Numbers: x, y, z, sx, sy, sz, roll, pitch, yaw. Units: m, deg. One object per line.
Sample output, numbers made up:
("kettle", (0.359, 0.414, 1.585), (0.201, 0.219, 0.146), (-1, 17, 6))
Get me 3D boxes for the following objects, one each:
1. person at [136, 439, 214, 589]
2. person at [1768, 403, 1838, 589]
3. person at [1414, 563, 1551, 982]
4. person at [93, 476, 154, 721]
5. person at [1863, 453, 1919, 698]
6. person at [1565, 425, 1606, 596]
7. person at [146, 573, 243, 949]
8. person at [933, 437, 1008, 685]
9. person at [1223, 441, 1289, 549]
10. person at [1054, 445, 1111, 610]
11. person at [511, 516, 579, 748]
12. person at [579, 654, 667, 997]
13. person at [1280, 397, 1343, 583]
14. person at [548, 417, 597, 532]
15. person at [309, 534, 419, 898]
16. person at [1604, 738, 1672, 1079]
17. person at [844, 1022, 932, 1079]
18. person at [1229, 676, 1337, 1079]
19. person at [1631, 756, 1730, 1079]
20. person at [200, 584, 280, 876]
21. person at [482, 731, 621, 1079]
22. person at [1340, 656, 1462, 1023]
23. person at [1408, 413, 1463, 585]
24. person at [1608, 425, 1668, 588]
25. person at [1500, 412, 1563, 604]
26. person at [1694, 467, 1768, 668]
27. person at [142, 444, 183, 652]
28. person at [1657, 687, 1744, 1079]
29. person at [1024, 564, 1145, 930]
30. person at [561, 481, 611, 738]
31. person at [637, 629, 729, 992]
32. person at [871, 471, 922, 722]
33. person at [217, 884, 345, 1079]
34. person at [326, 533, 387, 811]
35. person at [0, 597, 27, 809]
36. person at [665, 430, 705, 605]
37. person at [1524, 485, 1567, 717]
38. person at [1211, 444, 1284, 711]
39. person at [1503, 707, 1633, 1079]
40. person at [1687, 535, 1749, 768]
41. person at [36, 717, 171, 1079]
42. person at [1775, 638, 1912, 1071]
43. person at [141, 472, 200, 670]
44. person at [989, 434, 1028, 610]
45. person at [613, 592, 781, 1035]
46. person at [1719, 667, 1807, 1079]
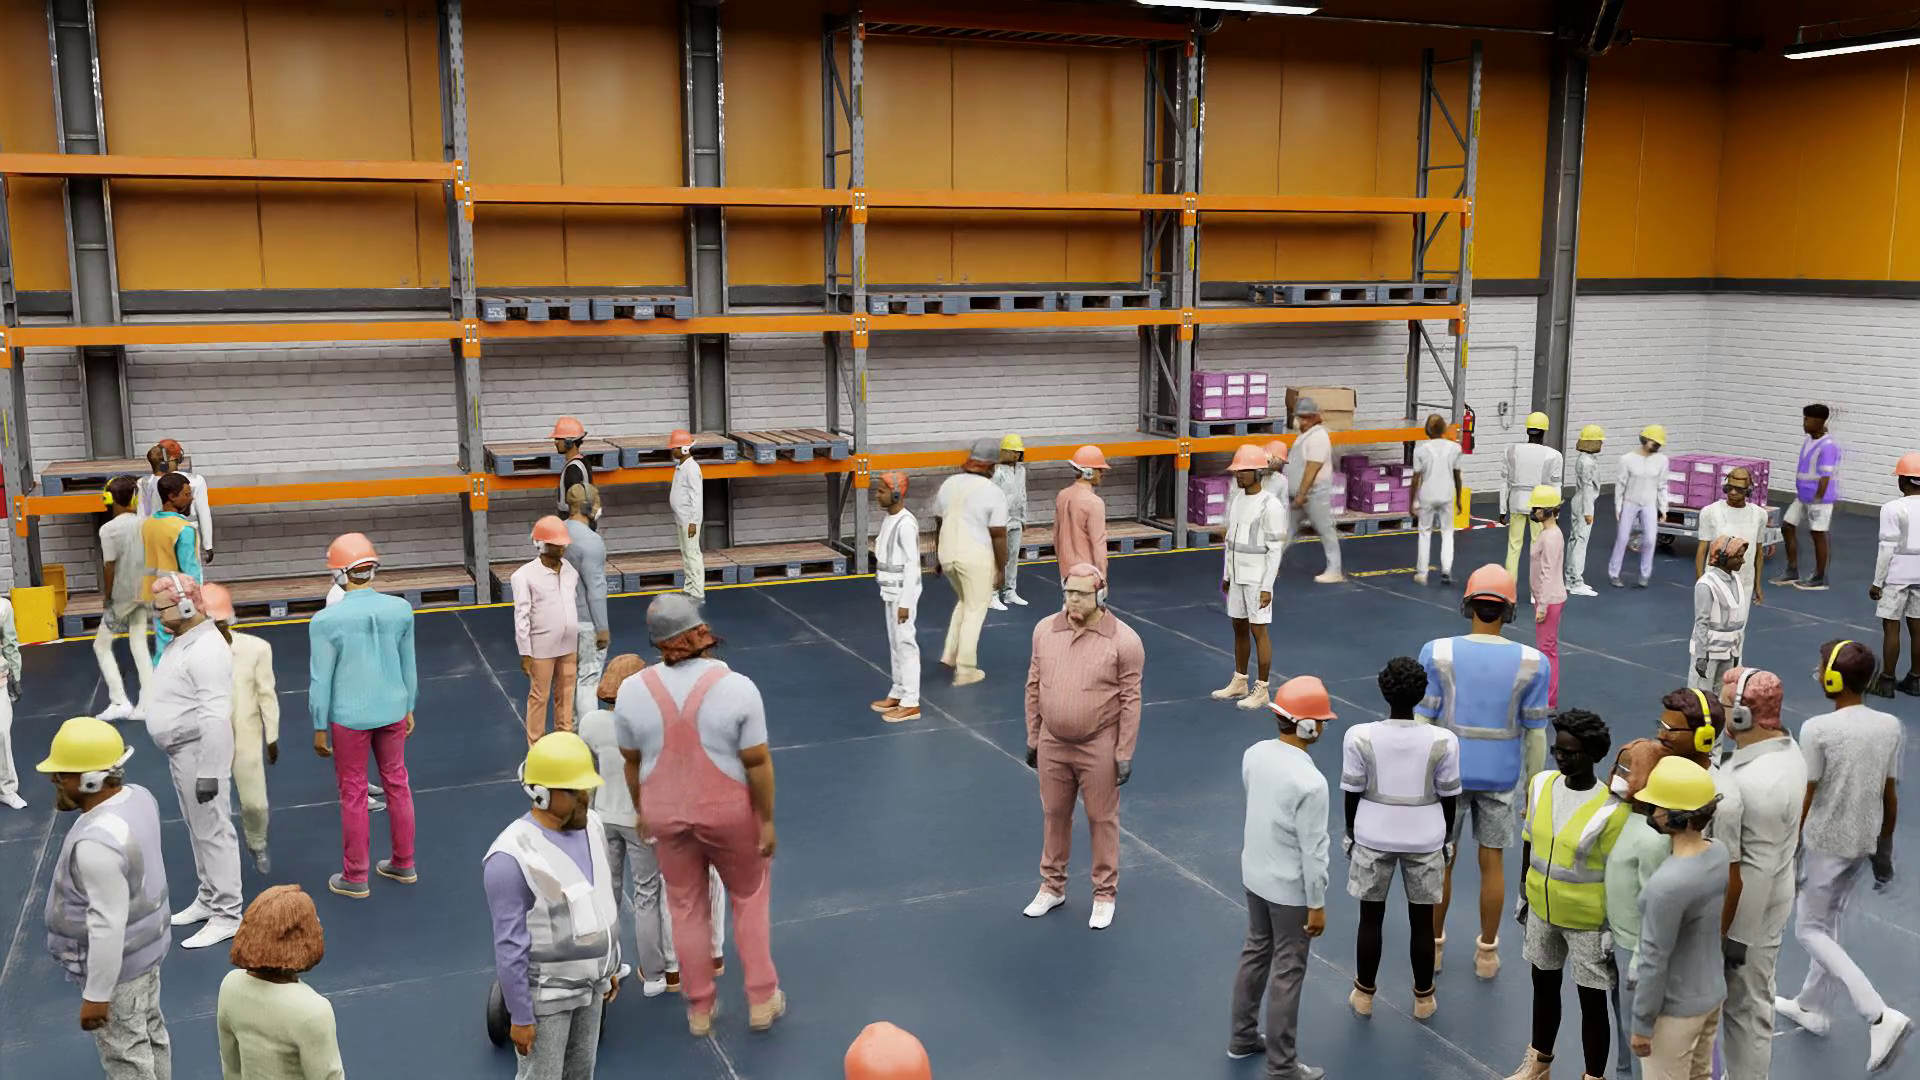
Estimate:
("person", (-6.856, 0.051, 14.568), (0.584, 1.884, 0.347), (-3, 10, -19))
("person", (8.721, -0.443, 17.220), (0.670, 1.945, 0.630), (0, 10, 2))
("person", (2.488, 1.118, 8.017), (0.619, 2.029, 0.410), (2, 10, 12))
("person", (-6.255, 0.446, 12.414), (0.545, 1.842, 0.515), (3, 10, 17))
("person", (7.416, 0.283, 13.078), (0.545, 1.939, 0.354), (-2, 10, -11))
("person", (6.430, -0.314, 17.074), (0.302, 1.745, 0.483), (2, 10, 13))
("person", (-3.896, 1.104, 8.456), (0.409, 1.901, 0.651), (-7, 12, -34))
("person", (0.120, 0.148, 13.560), (0.706, 2.000, 0.567), (10, 14, 44))
("person", (2.871, -0.112, 16.034), (0.626, 1.694, 0.453), (-4, 11, -21))
("person", (0.982, 0.242, 13.157), (0.388, 1.990, 0.622), (-6, 11, -29))
("person", (-2.733, 0.702, 11.202), (0.334, 1.749, 0.569), (7, 12, 36))
("person", (-1.561, 1.341, 7.862), (0.501, 1.632, 0.286), (4, 11, 23))
("person", (3.597, -0.553, 17.602), (1.049, 2.000, 0.691), (-1, 10, -7))
("person", (-3.448, -0.082, 14.875), (0.390, 2.045, 0.607), (-1, 10, -6))
("person", (-3.258, 0.951, 9.097), (0.407, 1.987, 0.614), (8, 13, 40))
("person", (2.632, 1.570, 6.530), (0.275, 1.636, 0.507), (2, 10, 11))
("person", (-0.154, 1.973, 3.897), (0.576, 1.739, 0.341), (-8, 13, -38))
("person", (1.398, 1.428, 7.055), (0.372, 1.740, 0.564), (-4, 10, -20))
("person", (2.517, 1.622, 5.887), (0.527, 1.761, 0.334), (-9, 13, -43))
("person", (-4.000, 1.083, 9.040), (0.569, 1.738, 0.391), (-4, 11, -21))
("person", (-1.414, 1.574, 5.942), (0.403, 1.833, 0.588), (4, 11, 20))
("person", (1.991, 1.361, 7.558), (0.533, 1.700, 0.318), (2, 10, 11))
("person", (4.979, -0.416, 17.408), (0.562, 1.833, 0.530), (1, 10, 3))
("person", (7.061, -0.346, 17.278), (0.536, 1.736, 0.385), (1, 10, 4))
("person", (5.693, -0.318, 16.611), (0.589, 1.920, 0.398), (5, 11, 28))
("person", (6.028, 0.338, 13.037), (0.508, 1.841, 0.332), (1, 10, 8))
("person", (-6.889, 0.086, 14.476), (0.504, 1.847, 0.344), (7, 12, 37))
("person", (2.782, 1.476, 6.400), (0.327, 1.871, 0.514), (-1, 10, -5))
("person", (0.619, 1.062, 8.669), (0.642, 1.913, 0.410), (5, 11, 26))
("person", (-2.608, 0.557, 11.505), (0.378, 1.938, 0.628), (-7, 12, -37))
("person", (-1.342, 1.204, 7.926), (0.584, 1.882, 0.346), (-9, 13, -41))
("person", (-0.466, 0.417, 12.466), (0.357, 1.881, 0.574), (-3, 10, -15))
("person", (-2.012, 1.831, 5.036), (0.498, 1.634, 0.281), (6, 11, 30))
("person", (-3.800, 0.824, 10.498), (0.336, 1.749, 0.560), (-2, 10, -14))
("person", (-6.104, 0.917, 10.323), (0.318, 1.630, 0.513), (9, 13, 43))
("person", (-2.743, -0.228, 16.561), (0.346, 1.746, 0.573), (-4, 11, -23))
("person", (4.412, 0.458, 12.595), (0.340, 1.757, 0.518), (3, 10, 16))
("person", (2.210, 0.283, 12.780), (0.377, 2.044, 0.607), (-5, 11, -27))
("person", (2.468, 1.506, 6.726), (0.318, 1.697, 0.536), (-6, 11, -31))
("person", (5.065, 0.772, 11.150), (0.514, 1.634, 0.312), (-7, 12, -36))
("person", (-3.142, 1.539, 6.153), (0.404, 1.831, 0.586), (-2, 10, -13))
("person", (3.846, 1.348, 7.223), (0.540, 1.838, 0.760), (-3, 10, -17))
("person", (-5.706, 0.466, 12.086), (0.590, 1.916, 0.394), (7, 12, 35))
("person", (0.489, -0.180, 16.347), (0.342, 1.736, 0.484), (9, 13, 41))
("person", (-1.183, 1.193, 7.541), (0.724, 2.000, 0.544), (1, 10, 6))
("person", (3.065, 1.434, 6.552), (0.402, 1.904, 0.638), (6, 11, 30))
